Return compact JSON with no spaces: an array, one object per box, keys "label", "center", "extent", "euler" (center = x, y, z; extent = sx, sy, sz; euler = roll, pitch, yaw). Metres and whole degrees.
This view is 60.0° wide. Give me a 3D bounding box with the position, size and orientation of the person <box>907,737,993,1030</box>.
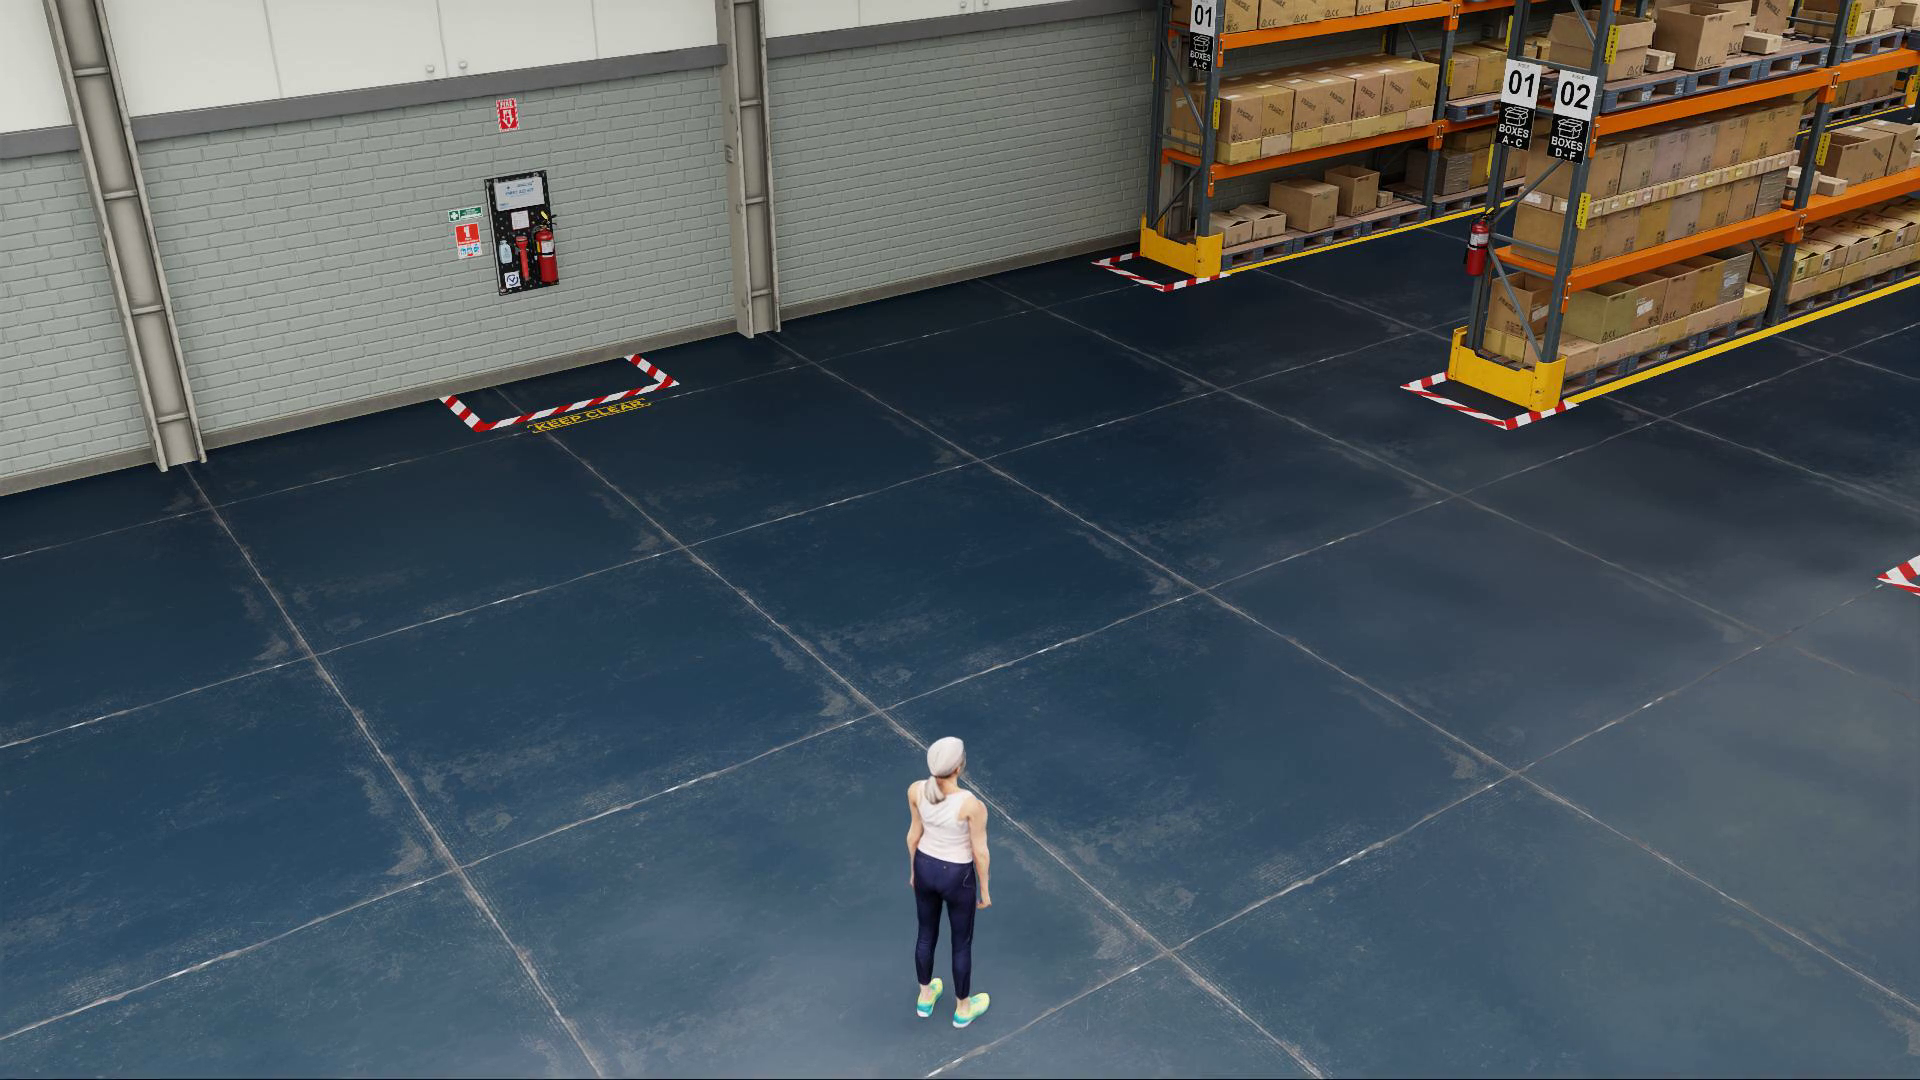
[{"label":"person","center":[-0.077,1.749,8.540],"extent":[0.687,1.701,0.691],"euler":[13,30,23]}]
